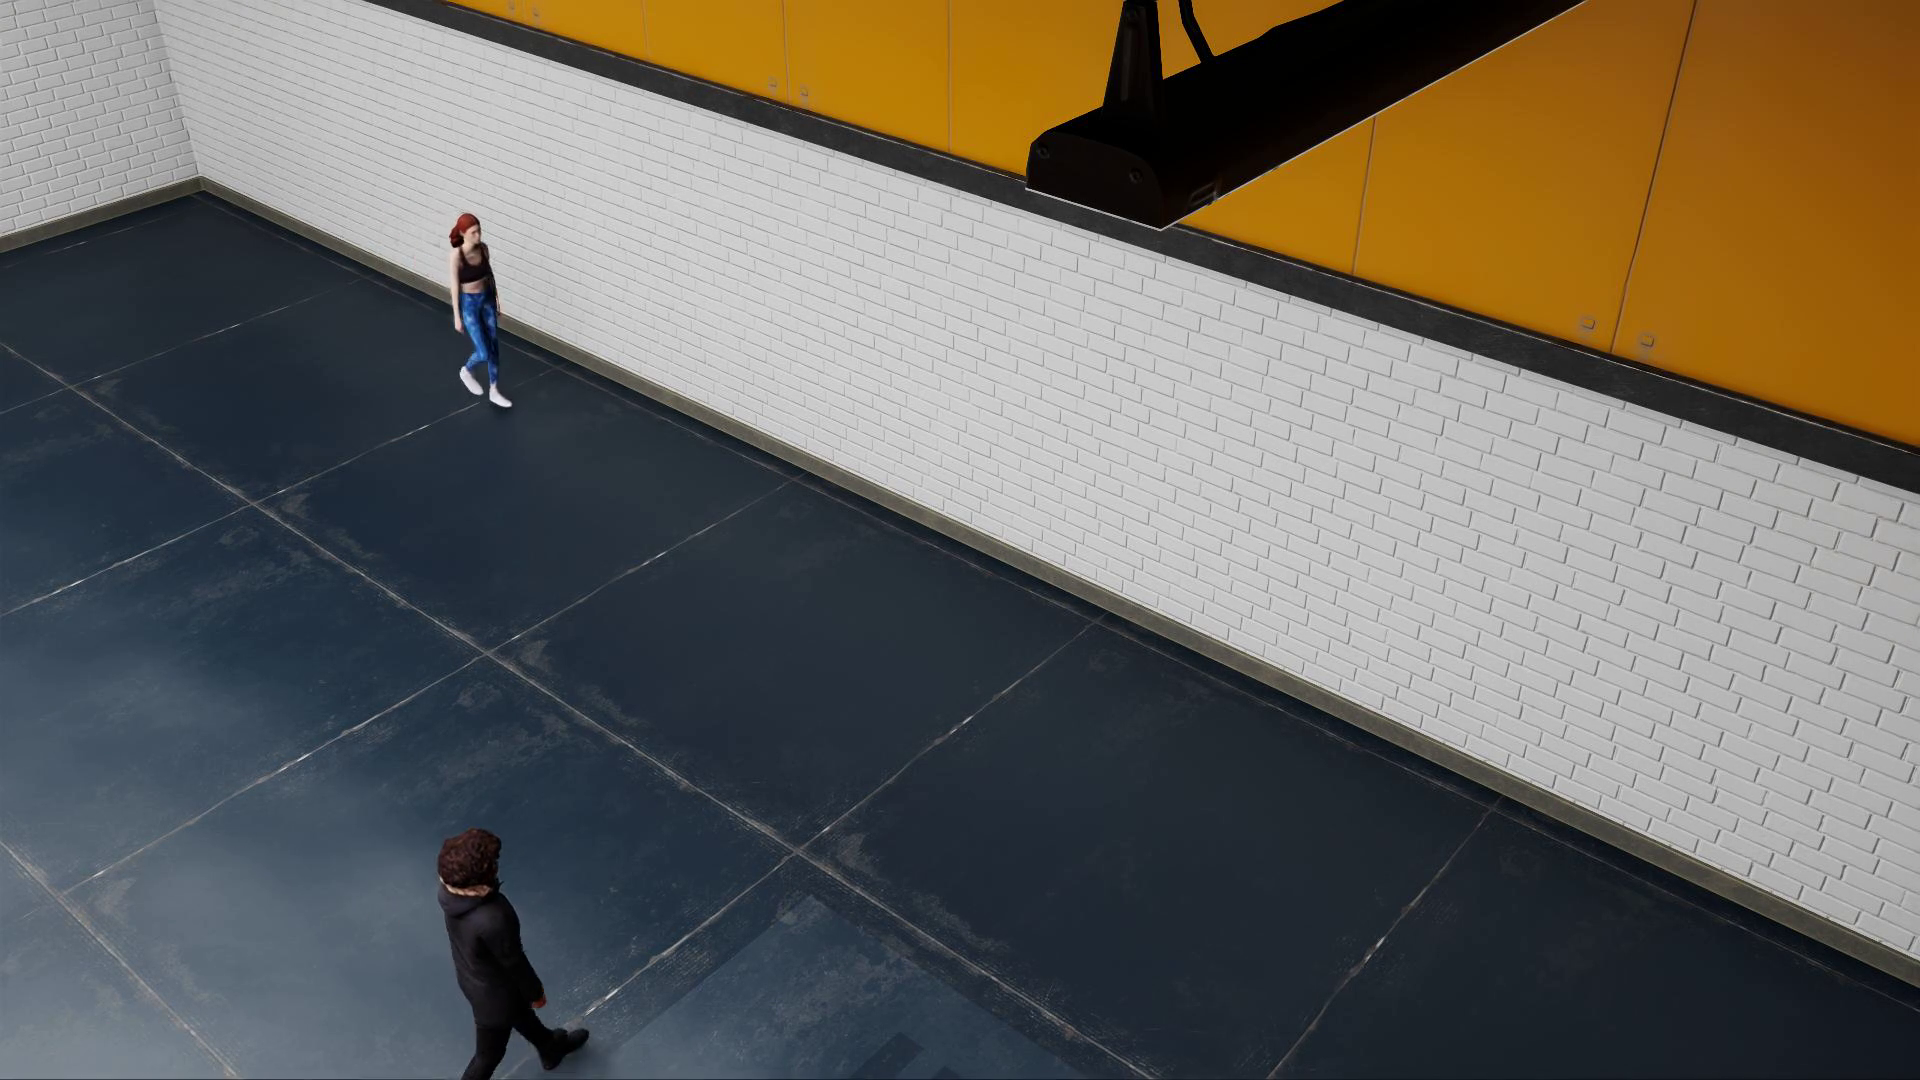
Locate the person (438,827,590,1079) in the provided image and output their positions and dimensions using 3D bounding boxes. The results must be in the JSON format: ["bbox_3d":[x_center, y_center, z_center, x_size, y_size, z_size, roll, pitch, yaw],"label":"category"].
[{"bbox_3d":[-2.276,2.135,7.865,1.125,1.745,0.696,-28,43,-36],"label":"person"}]

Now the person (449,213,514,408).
[{"bbox_3d":[-4.104,-1.919,13.954,0.675,1.768,0.680,19,38,26],"label":"person"}]
